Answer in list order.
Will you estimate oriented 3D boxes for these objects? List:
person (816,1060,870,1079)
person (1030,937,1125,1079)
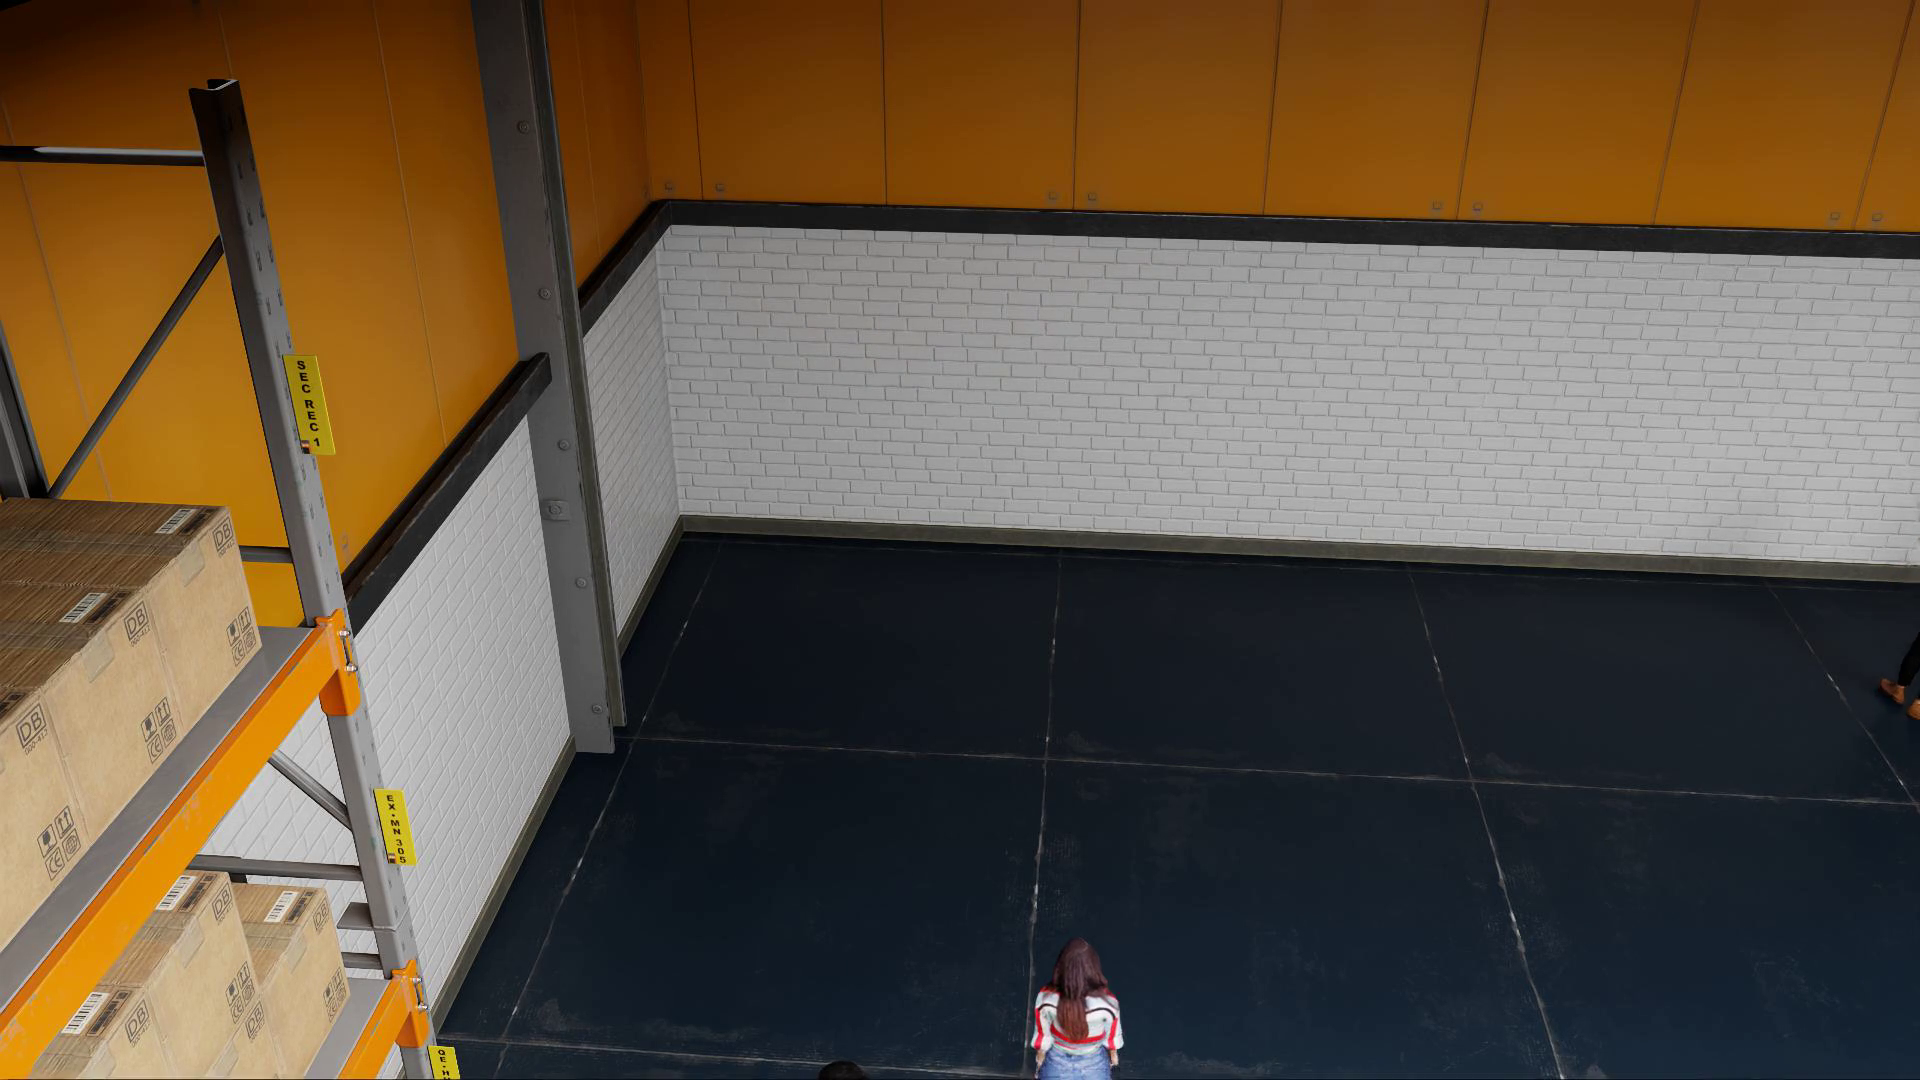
[{"bbox_3d":[-0.466,3.000,7.495,0.737,1.730,0.609,-10,30,-17],"label":"person"},{"bbox_3d":[0.578,2.646,8.267,0.617,1.610,0.560,4,29,8],"label":"person"}]
